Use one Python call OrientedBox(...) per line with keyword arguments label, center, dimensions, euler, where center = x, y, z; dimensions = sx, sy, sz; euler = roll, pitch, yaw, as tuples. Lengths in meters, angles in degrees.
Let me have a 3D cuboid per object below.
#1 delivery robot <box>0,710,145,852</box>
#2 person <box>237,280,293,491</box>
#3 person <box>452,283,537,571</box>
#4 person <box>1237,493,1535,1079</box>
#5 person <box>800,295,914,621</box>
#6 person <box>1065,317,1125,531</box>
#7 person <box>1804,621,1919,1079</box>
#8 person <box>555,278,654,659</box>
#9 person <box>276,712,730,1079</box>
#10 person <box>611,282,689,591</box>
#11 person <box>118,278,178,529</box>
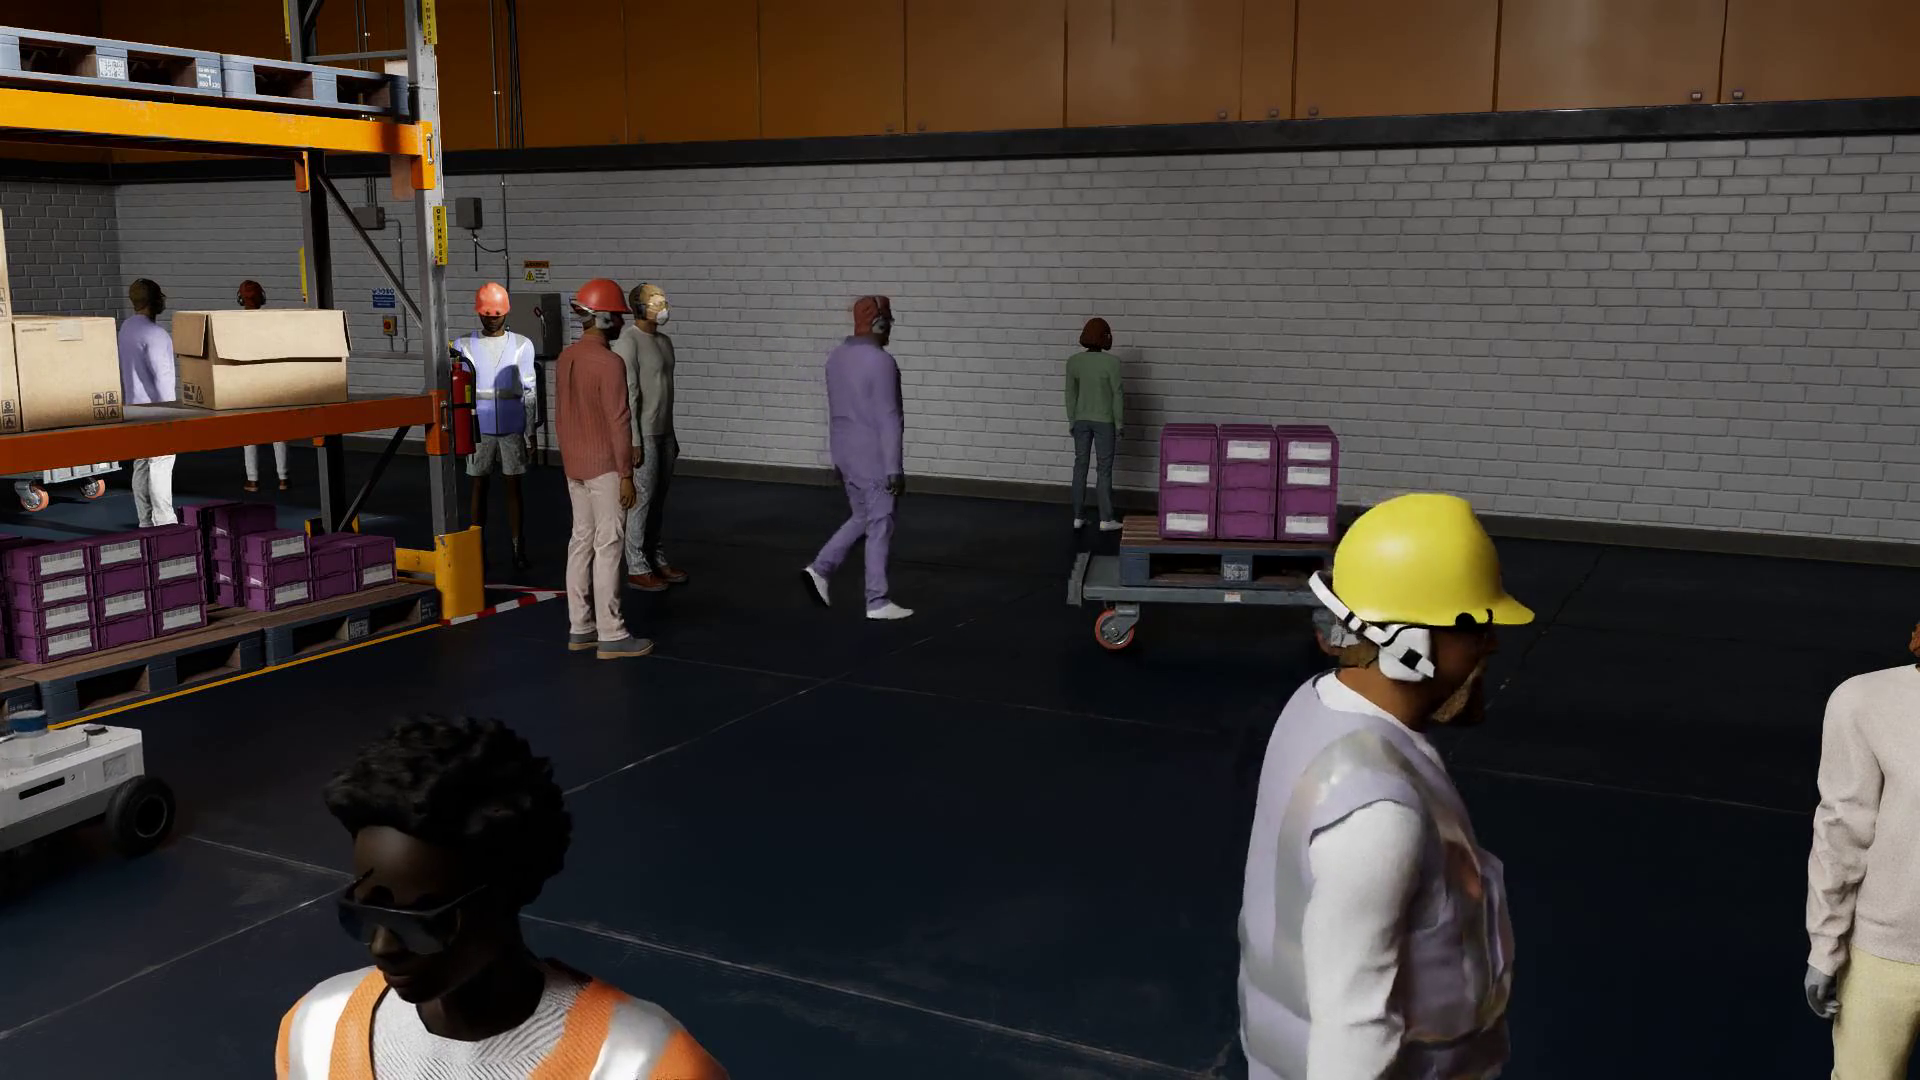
OrientedBox(label="delivery robot", center=(-3.175, 0.827, 5.711), dimensions=(0.477, 0.478, 0.707), euler=(3, 10, 19))
OrientedBox(label="person", center=(-6.275, -1.375, 14.883), dimensions=(0.575, 1.887, 0.362), euler=(-5, 11, -25))
OrientedBox(label="person", center=(-3.108, -0.752, 11.156), dimensions=(0.542, 1.929, 0.368), euler=(-3, 10, -18))
OrientedBox(label="person", center=(0.610, 0.805, 2.570), dimensions=(0.926, 1.788, 0.601), euler=(1, 10, 3))
OrientedBox(label="person", center=(-0.575, -0.458, 9.575), dimensions=(0.541, 1.894, 0.655), euler=(-6, 11, -31))
OrientedBox(label="person", center=(1.043, -0.888, 12.792), dimensions=(0.498, 1.634, 0.278), euler=(7, 12, 34))
OrientedBox(label="person", center=(1.839, 0.792, 3.092), dimensions=(0.496, 1.629, 0.277), euler=(4, 10, 21))
OrientedBox(label="person", center=(-1.890, -0.377, 8.796), dimensions=(0.400, 1.989, 0.623), euler=(-9, 13, -42))
OrientedBox(label="person", center=(-0.478, 0.993, 1.760), dimensions=(0.533, 1.687, 0.320), euler=(3, 10, 18))
OrientedBox(label="person", center=(-1.968, -0.656, 10.571), dimensions=(0.372, 1.940, 0.629), euler=(3, 10, 14))
OrientedBox(label="person", center=(-5.949, -0.953, 12.287), dimensions=(0.636, 1.939, 0.365), euler=(8, 13, 40))
